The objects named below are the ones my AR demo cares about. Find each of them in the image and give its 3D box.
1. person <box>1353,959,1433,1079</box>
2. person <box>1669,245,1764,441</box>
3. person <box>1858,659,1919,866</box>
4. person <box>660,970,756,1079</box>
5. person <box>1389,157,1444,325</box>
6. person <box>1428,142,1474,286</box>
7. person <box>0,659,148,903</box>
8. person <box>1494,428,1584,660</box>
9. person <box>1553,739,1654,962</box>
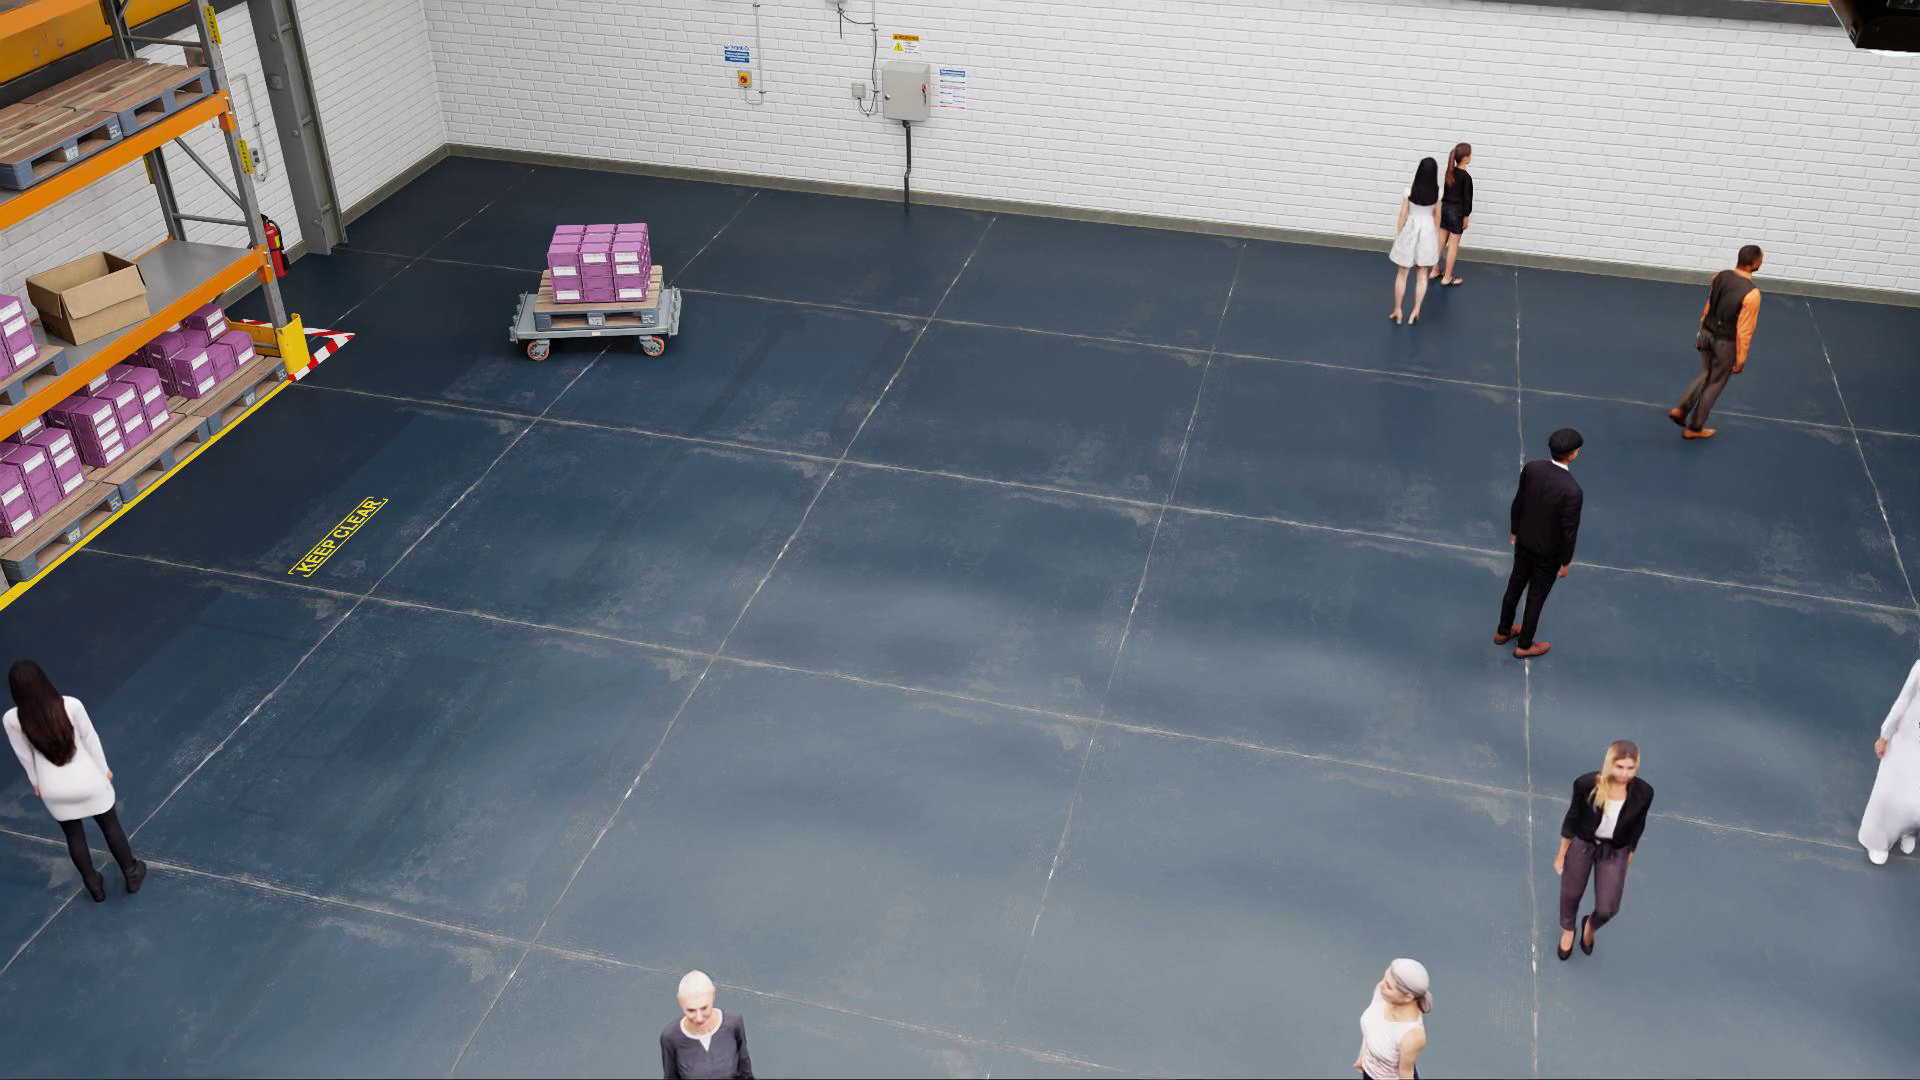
[{"bbox_3d":[2.147,2.716,8.337,0.740,1.702,0.600,-4,34,-7],"label":"person"},{"bbox_3d":[6.716,-1.739,14.861,0.941,1.899,0.872,-11,35,-16],"label":"person"},{"bbox_3d":[6.060,1.231,10.395,0.823,1.898,0.891,19,38,26],"label":"person"},{"bbox_3d":[-1.239,2.765,8.241,0.690,1.726,0.715,-12,36,-18],"label":"person"},{"bbox_3d":[4.648,-3.043,16.935,0.681,1.775,0.673,4,34,6],"label":"person"},{"bbox_3d":[5.291,-3.508,17.832,0.705,1.557,0.644,-17,37,-23],"label":"person"},{"bbox_3d":[-5.418,1.481,10.101,0.687,1.806,0.704,-10,35,-14],"label":"person"},{"bbox_3d":[4.262,0.013,12.241,0.813,1.881,0.756,-18,38,-25],"label":"person"},{"bbox_3d":[3.726,1.789,9.766,0.604,1.663,0.546,10,35,15],"label":"person"}]
